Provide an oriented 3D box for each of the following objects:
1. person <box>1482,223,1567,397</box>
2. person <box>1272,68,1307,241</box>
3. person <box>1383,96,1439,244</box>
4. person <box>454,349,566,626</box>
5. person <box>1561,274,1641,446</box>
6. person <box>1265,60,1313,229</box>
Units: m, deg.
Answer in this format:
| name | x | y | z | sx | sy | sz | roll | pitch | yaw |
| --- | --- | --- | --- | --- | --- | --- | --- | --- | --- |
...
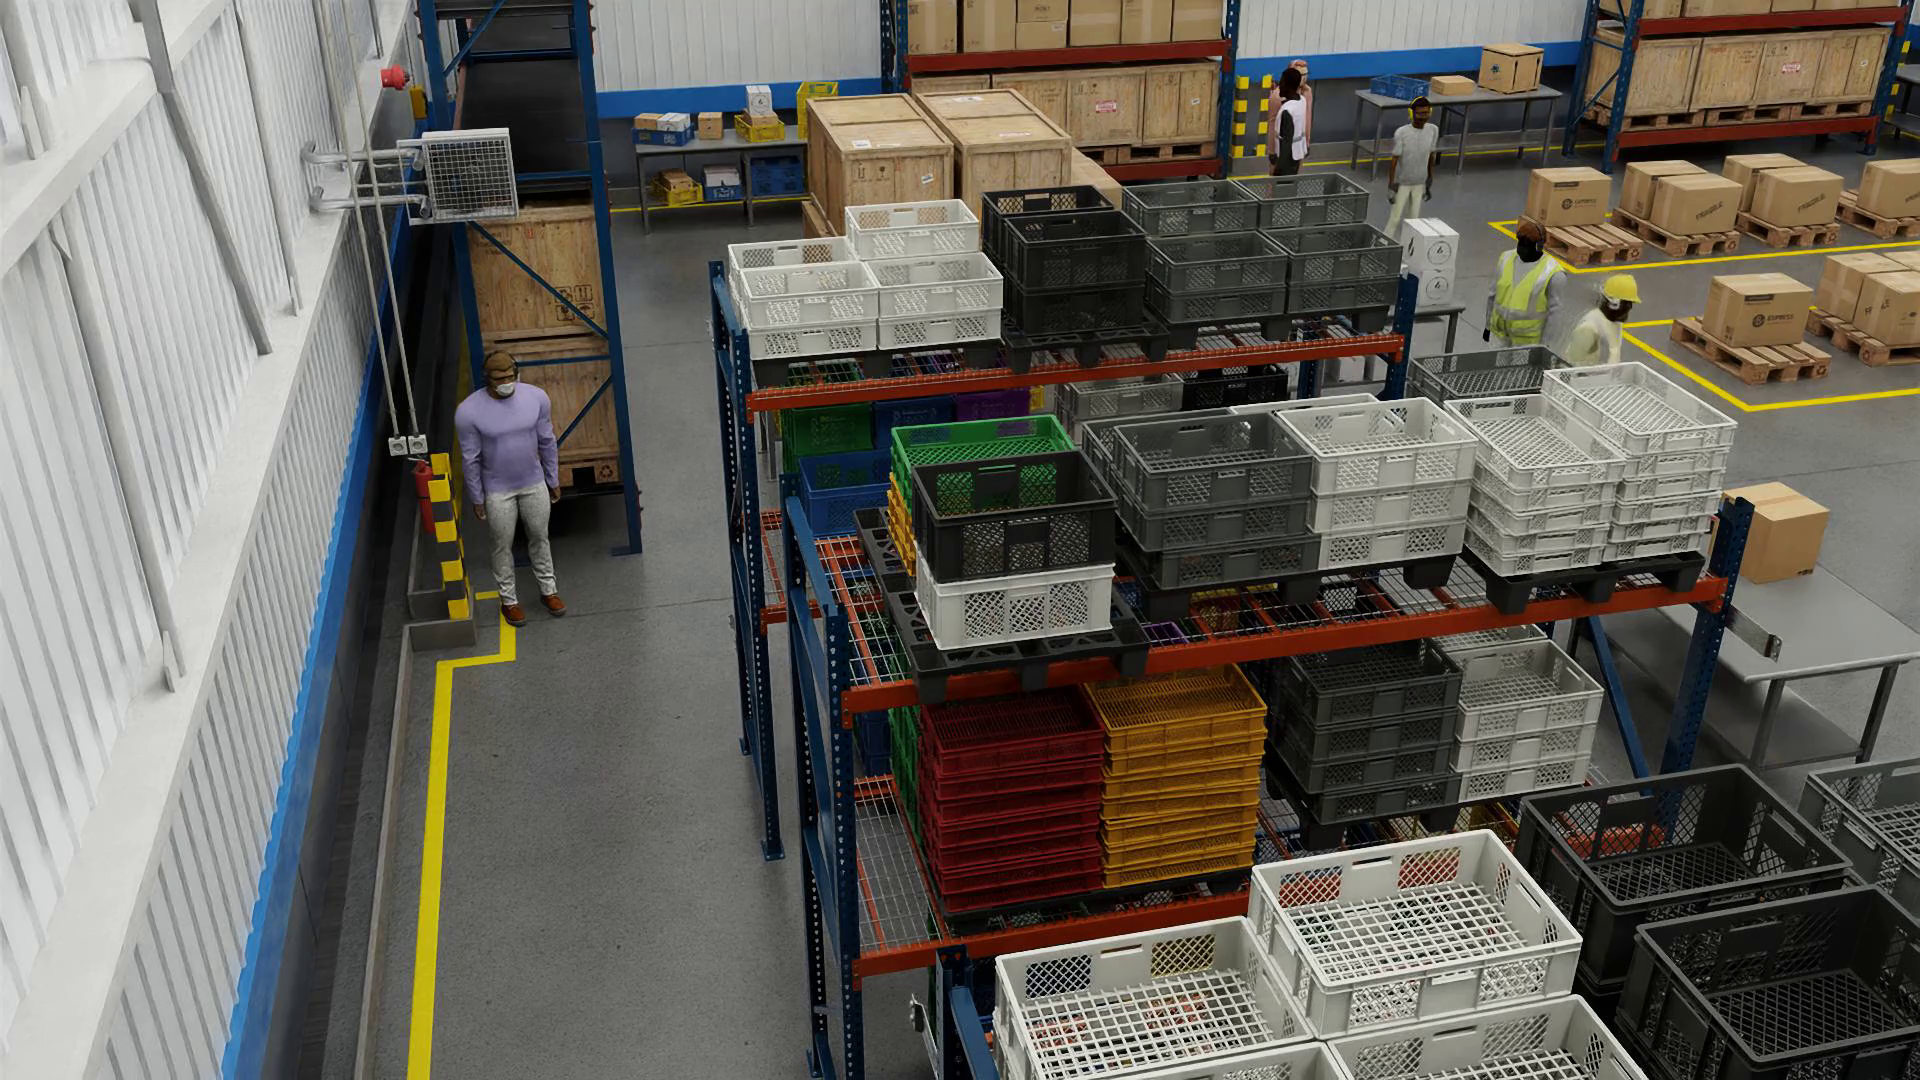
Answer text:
| name | x | y | z | sx | sy | sz | roll | pitch | yaw |
| --- | --- | --- | --- | --- | --- | --- | --- | --- | --- |
| person | 4.529 | -1.685 | 13.541 | 0.429 | 1.842 | 0.634 | -21 | 34 | -34 |
| person | 3.590 | -4.180 | 18.219 | 0.390 | 1.896 | 0.587 | 11 | 30 | 20 |
| person | 4.710 | -3.715 | 17.383 | 0.515 | 1.861 | 0.358 | -6 | 28 | -11 |
| person | -2.932 | -0.357 | 10.929 | 0.626 | 1.933 | 0.368 | -16 | 32 | -27 |
| person | 4.698 | -1.203 | 12.698 | 0.822 | 1.788 | 0.625 | 19 | 33 | 31 |
| person | 3.715 | -4.434 | 18.696 | 0.645 | 1.901 | 0.404 | -20 | 34 | -33 |
